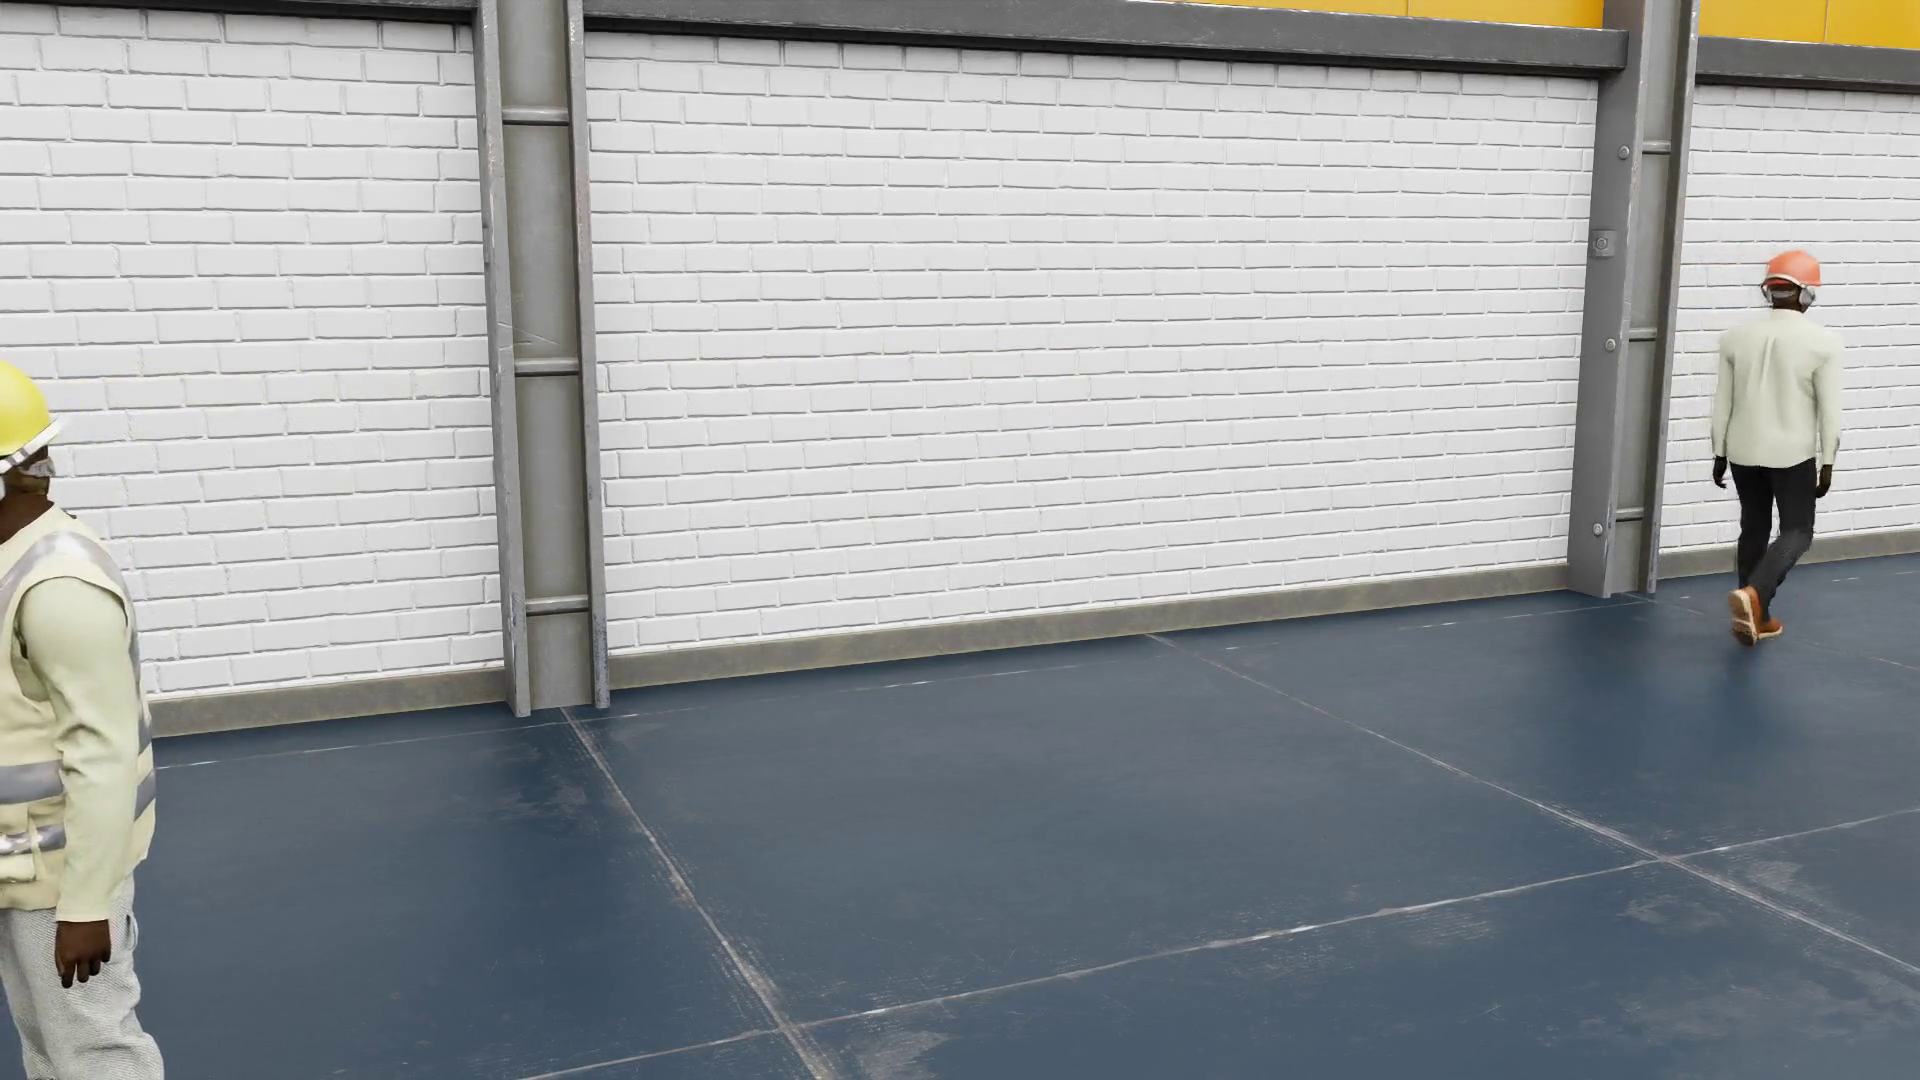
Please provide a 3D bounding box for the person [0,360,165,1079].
[{"bbox_3d":[-1.691,0.570,3.040,0.403,1.828,0.594,-9,14,-41],"label":"person"}]

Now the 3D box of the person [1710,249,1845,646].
[{"bbox_3d":[3.969,-0.428,8.159,0.720,1.976,0.626,-9,14,-41],"label":"person"}]
